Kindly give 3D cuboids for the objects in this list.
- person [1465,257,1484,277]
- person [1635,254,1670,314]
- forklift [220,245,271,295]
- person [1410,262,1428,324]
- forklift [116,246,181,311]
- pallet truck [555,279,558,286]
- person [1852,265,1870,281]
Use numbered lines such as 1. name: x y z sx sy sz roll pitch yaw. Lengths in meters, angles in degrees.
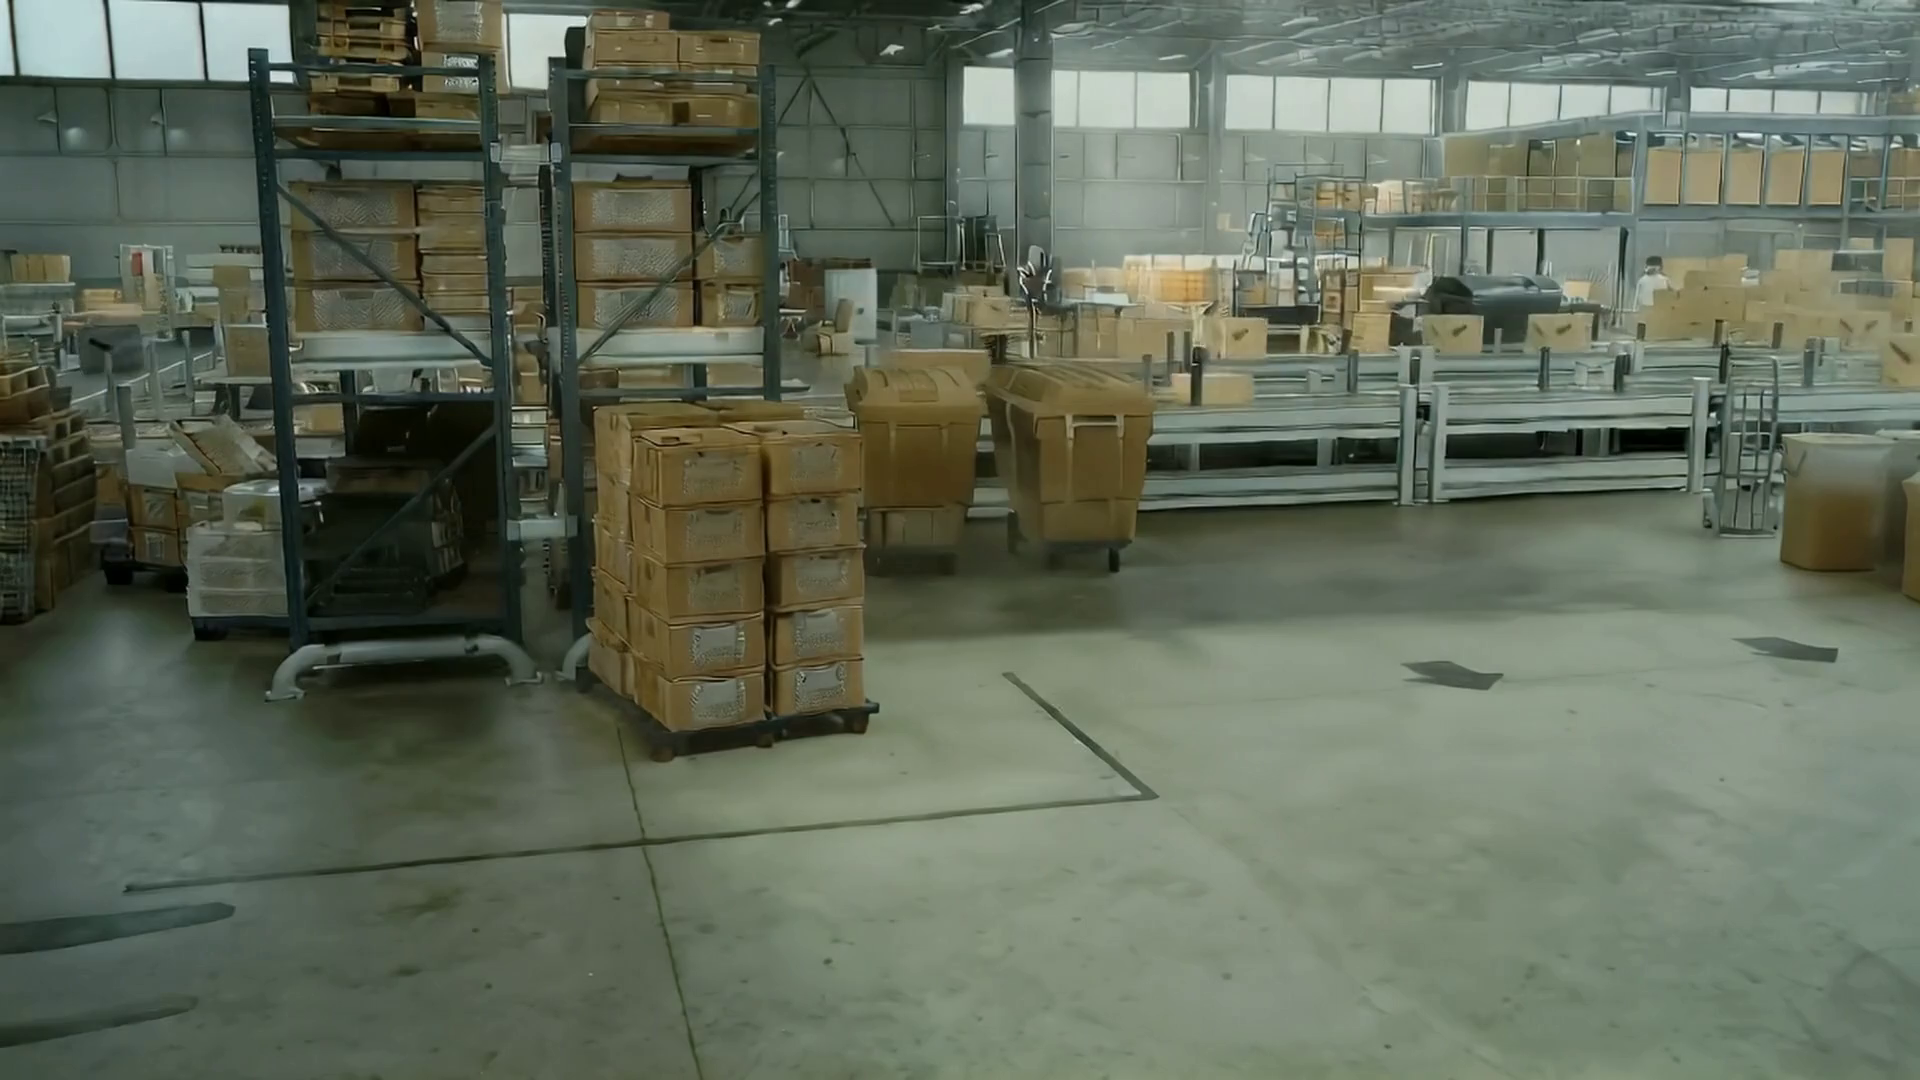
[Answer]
1. person: 9.375 -4.215 30.517 0.542 1.928 0.374 -3 10 -17
2. person: 11.644 -3.812 28.070 0.391 1.986 0.608 -6 12 -31
3. forklift: -17.749 -6.334 41.440 1.157 1.987 2.680 -3 10 -17
4. person: 12.392 -6.614 44.751 0.496 1.700 0.884 -3 11 -18
5. forklift: -19.966 -6.232 40.894 1.157 1.987 2.680 -3 10 -15
6. pallet truck: -10.604 -6.375 44.520 0.653 1.274 1.630 -3 10 -15
7. person: 15.685 -3.941 29.352 0.586 1.804 0.841 -8 13 -37
